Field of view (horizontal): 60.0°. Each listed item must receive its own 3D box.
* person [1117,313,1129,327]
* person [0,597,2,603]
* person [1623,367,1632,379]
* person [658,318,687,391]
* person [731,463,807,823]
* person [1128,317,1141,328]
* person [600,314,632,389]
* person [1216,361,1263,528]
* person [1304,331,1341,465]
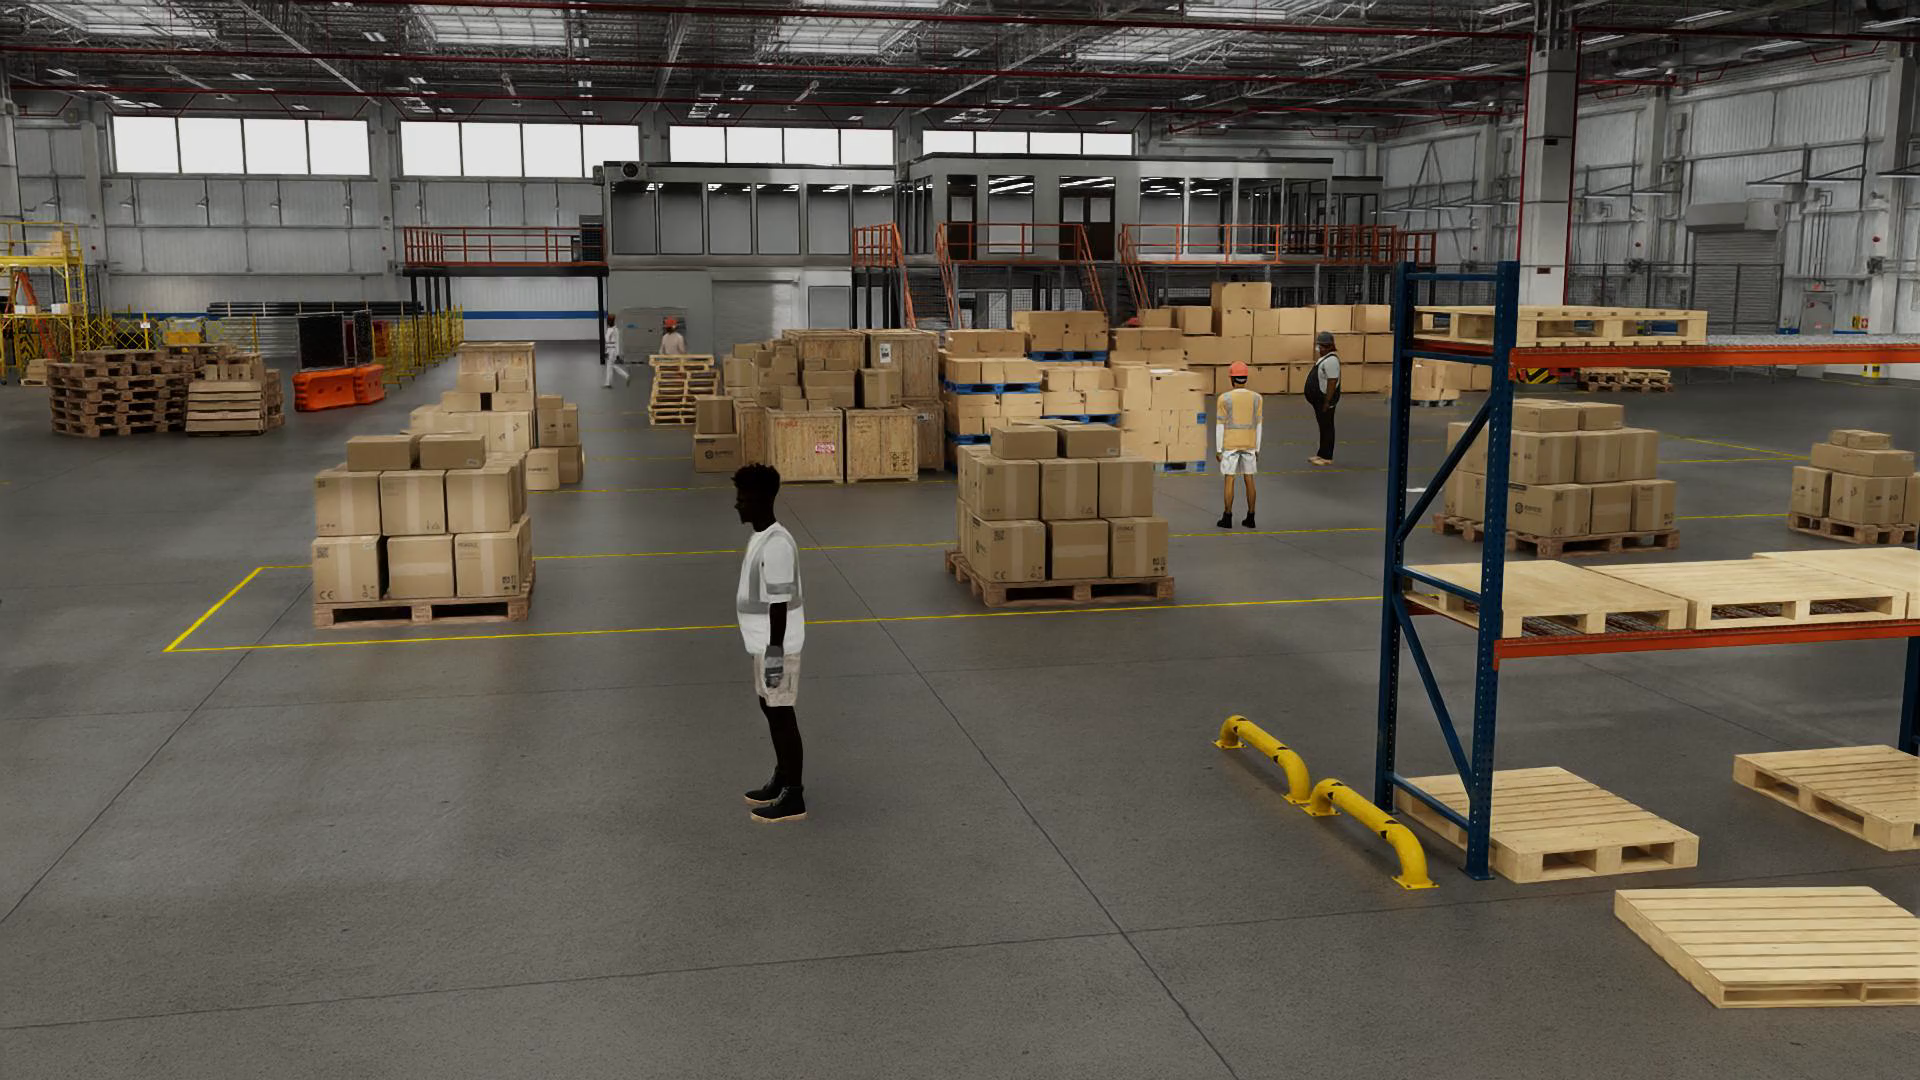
[{"bbox_3d":[4.235,-4.890,42.628,0.369,1.836,0.507,-9,13,-42],"label":"person"},{"bbox_3d":[-6.499,0.324,10.738,0.528,1.864,0.315,-5,11,-30],"label":"person"},{"bbox_3d":[17.216,-4.993,43.052,0.705,1.902,0.396,-5,11,-28],"label":"person"},{"bbox_3d":[-6.144,-3.775,35.548,0.598,1.929,1.063,9,13,43],"label":"person"},{"bbox_3d":[-1.040,0.550,9.094,0.379,1.958,0.606,-3,10,-15],"label":"person"},{"bbox_3d":[3.719,-3.861,36.083,0.453,1.916,0.583,2,10,12],"label":"person"},{"bbox_3d":[-8.531,-4.661,41.151,0.798,1.860,0.581,-5,11,-27],"label":"person"},{"bbox_3d":[3.210,-1.094,19.213,0.541,1.928,0.398,-1,9,-9],"label":"person"},{"bbox_3d":[5.507,-2.155,25.314,0.536,2.000,0.673,1,9,5],"label":"person"}]
